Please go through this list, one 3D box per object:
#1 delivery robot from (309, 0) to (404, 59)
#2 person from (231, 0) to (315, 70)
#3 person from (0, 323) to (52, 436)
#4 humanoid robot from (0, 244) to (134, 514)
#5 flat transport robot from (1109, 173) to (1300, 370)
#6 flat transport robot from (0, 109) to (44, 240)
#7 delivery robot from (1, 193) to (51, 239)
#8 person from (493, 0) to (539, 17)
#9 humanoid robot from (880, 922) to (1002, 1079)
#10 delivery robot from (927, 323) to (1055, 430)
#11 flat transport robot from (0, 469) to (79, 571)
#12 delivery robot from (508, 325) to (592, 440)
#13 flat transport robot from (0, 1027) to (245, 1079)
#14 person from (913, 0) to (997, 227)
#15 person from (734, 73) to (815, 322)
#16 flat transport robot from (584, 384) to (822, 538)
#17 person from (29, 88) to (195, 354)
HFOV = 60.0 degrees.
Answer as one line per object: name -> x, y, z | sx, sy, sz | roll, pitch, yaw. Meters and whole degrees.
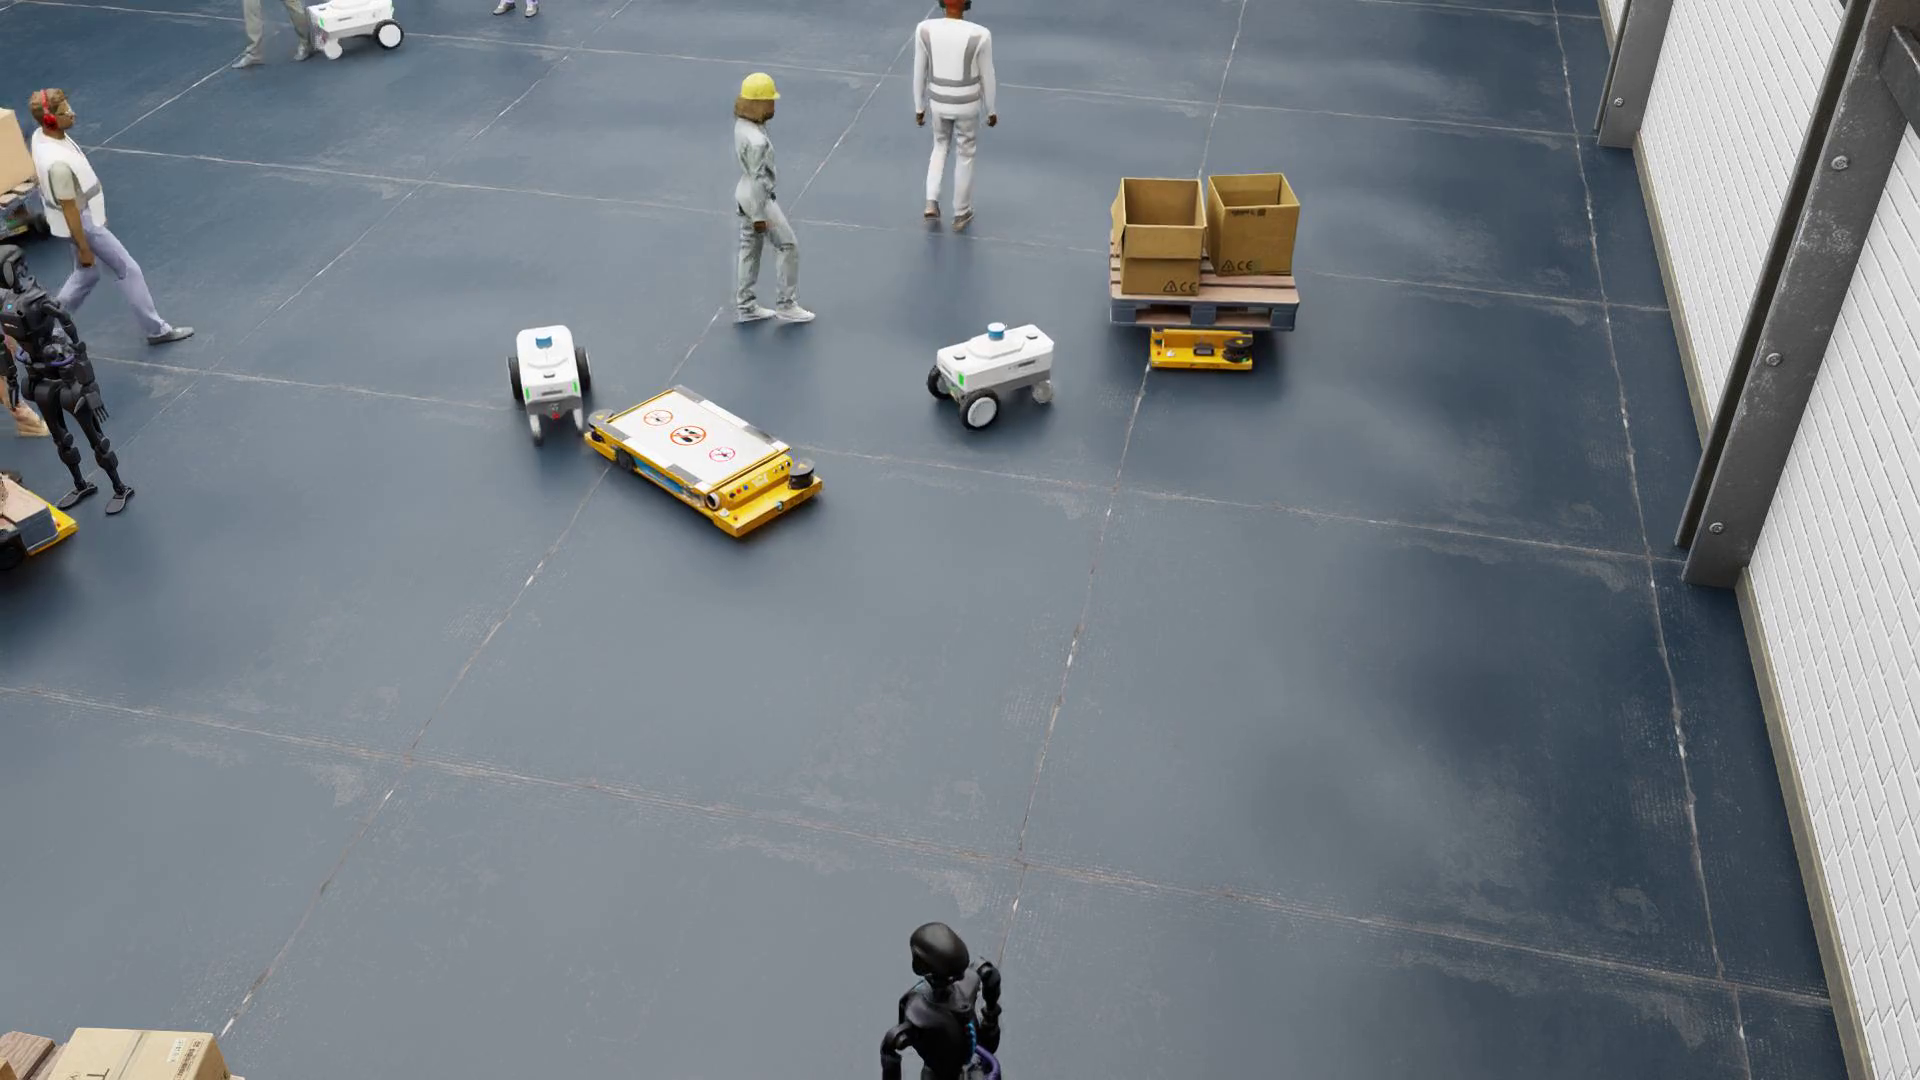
delivery robot -> -5.605, -4.822, 15.446 | 0.809, 0.611, 0.499 | -23, 42, -27
person -> -6.235, -5.063, 14.706 | 0.597, 1.793, 0.872 | 19, 41, 24
person -> -5.868, -1.365, 9.825 | 0.590, 1.726, 0.490 | -3, 37, -4
humanoid robot -> -5.008, -0.877, 9.204 | 0.599, 1.657, 0.315 | 8, 37, 10
flat transport robot -> 1.610, -1.597, 11.355 | 0.659, 0.231, 1.431 | 2, 37, 3
flat transport robot -> -7.348, -2.400, 12.430 | 0.659, 0.231, 1.431 | 9, 38, 12
delivery robot -> -7.146, -2.477, 12.310 | 0.815, 0.614, 0.499 | 31, 46, 34
person -> -4.331, -5.946, 15.857 | 0.569, 1.844, 0.381 | 7, 37, 10
humanoid robot -> -0.030, 1.908, 5.530 | 0.748, 1.642, 0.613 | 29, 45, 33
delivery robot -> 0.203, -1.060, 10.415 | 0.812, 0.614, 0.499 | -18, 40, -23
flat transport robot -> -5.677, 0.106, 9.077 | 0.659, 0.231, 1.431 | 24, 43, 29
delivery robot -> -2.557, -1.024, 10.364 | 0.499, 0.611, 0.814 | -9, 38, -12
flat transport robot -> -3.227, 2.506, 5.866 | 1.431, 0.231, 0.659 | 8, 37, 10
person -> -0.027, -3.166, 12.115 | 0.589, 1.872, 0.410 | 13, 39, 16
person -> -1.259, -2.251, 11.012 | 0.651, 1.716, 0.490 | -12, 38, -15
flat transport robot -> -1.547, -0.504, 9.893 | 1.431, 0.231, 0.659 | 29, 46, 33
person -> -5.632, -1.998, 10.602 | 0.870, 1.813, 0.562 | -21, 42, -26
